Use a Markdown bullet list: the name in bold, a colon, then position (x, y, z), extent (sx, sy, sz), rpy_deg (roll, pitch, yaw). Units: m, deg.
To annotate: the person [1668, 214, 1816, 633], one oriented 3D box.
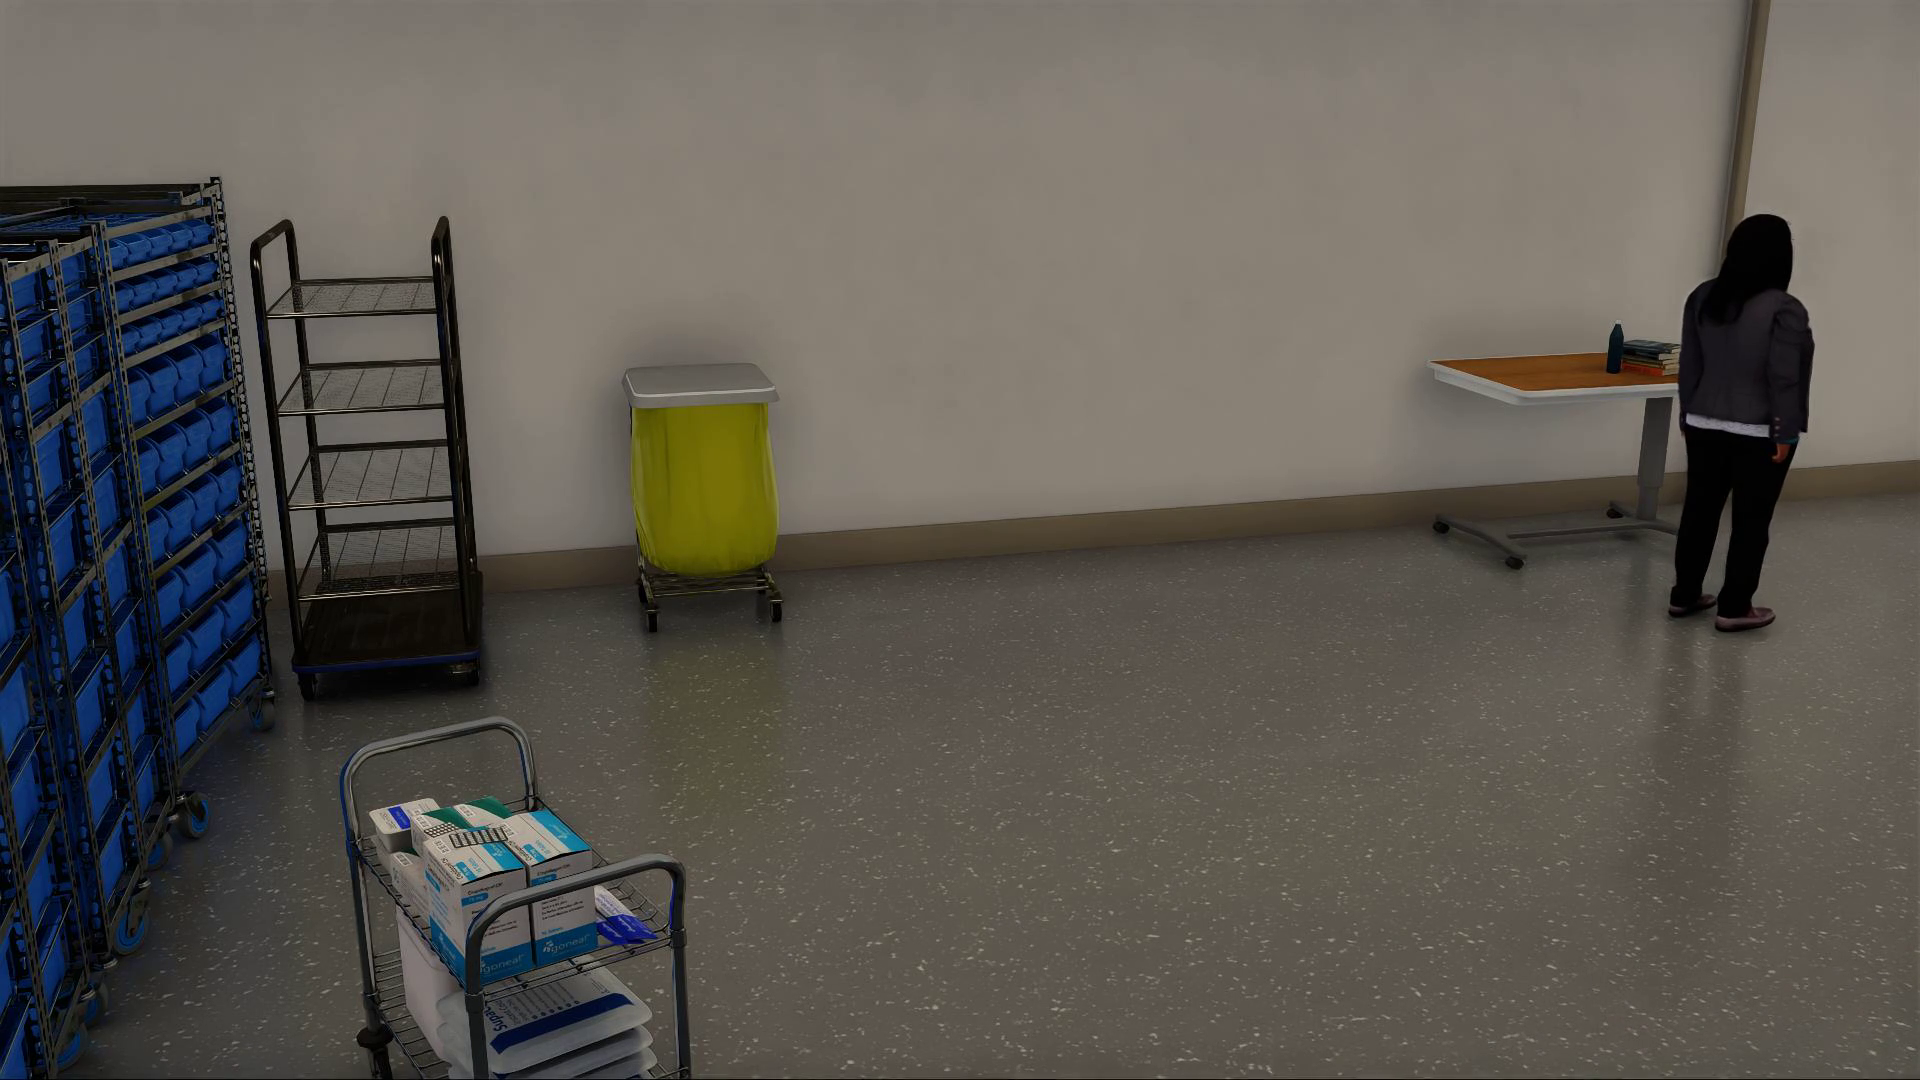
- **person**: position (3.000, -0.445, 6.409), extent (0.732, 1.596, 0.733), rpy_deg (-8, 18, -27)
